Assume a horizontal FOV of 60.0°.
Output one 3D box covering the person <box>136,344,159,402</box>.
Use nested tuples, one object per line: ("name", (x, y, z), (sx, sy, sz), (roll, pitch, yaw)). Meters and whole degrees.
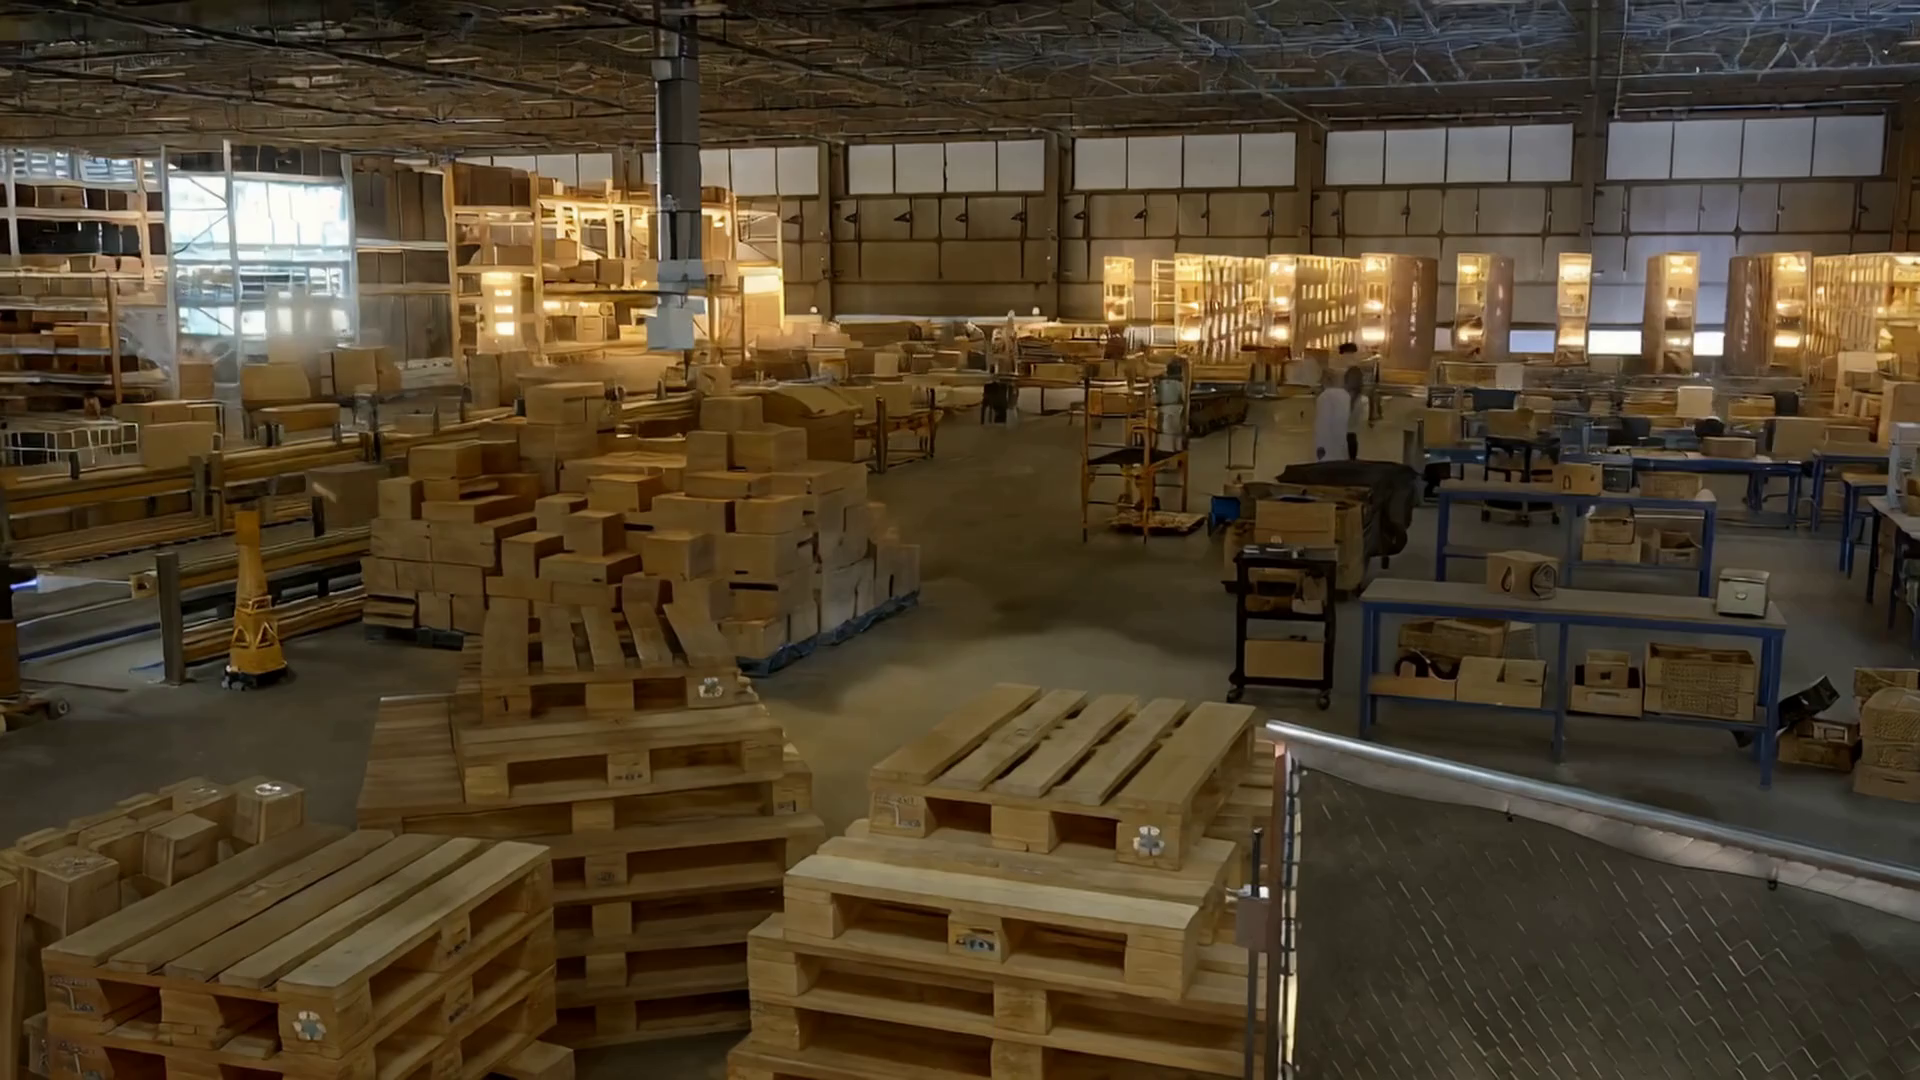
("person", (-16.642, -3.195, 34.051), (0.283, 1.632, 0.507), (4, 10, 24))

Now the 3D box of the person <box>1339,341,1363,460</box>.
("person", (5.842, -1.954, 24.994), (0.389, 2.040, 0.611), (3, 9, 16))

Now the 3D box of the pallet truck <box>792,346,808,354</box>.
("pallet truck", (-3.705, -4.298, 42.022), (0.653, 1.274, 1.630), (3, 10, 20))

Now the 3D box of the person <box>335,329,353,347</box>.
("person", (-14.805, -4.197, 40.002), (0.541, 1.749, 0.566), (2, 9, 12))

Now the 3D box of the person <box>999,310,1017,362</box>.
("person", (1.537, -6.333, 52.766), (0.963, 1.958, 0.630), (2, 9, 11))

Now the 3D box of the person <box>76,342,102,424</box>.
("person", (-17.475, -3.111, 33.325), (0.319, 1.695, 0.539), (4, 10, 23))

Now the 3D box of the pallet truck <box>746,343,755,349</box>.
("pallet truck", (-6.183, -4.618, 44.264), (1.601, 1.201, 0.680), (-9, 12, -43))

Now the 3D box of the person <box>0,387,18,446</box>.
("person", (-14.962, -2.030, 25.985), (0.557, 1.885, 1.021), (4, 10, 24))

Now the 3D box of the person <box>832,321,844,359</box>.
("person", (-3.408, -5.350, 47.233), (0.659, 1.743, 0.530), (4, 10, 26))

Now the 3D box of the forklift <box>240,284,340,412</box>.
("forklift", (-14.947, -4.271, 36.904), (1.129, 2.768, 1.873), (4, 10, 23))

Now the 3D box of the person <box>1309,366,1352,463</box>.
("person", (4.680, -1.250, 21.028), (0.665, 1.888, 0.461), (-9, 12, -43))

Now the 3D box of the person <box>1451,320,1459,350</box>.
("person", (16.501, -6.594, 54.791), (0.591, 1.819, 0.653), (1, 9, 7))

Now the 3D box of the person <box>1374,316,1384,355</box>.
("person", (13.274, -6.204, 52.373), (0.596, 1.809, 0.615), (3, 10, 20))

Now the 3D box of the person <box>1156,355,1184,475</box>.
("person", (3.242, -1.900, 25.295), (0.596, 1.831, 0.403), (-8, 12, -40))

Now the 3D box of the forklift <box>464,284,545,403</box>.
("forklift", (-10.832, -4.702, 39.610), (1.129, 2.768, 1.873), (3, 10, 20))

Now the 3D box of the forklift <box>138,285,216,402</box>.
("forklift", (-17.480, -4.200, 36.461), (1.873, 2.768, 1.129), (3, 10, 19))
